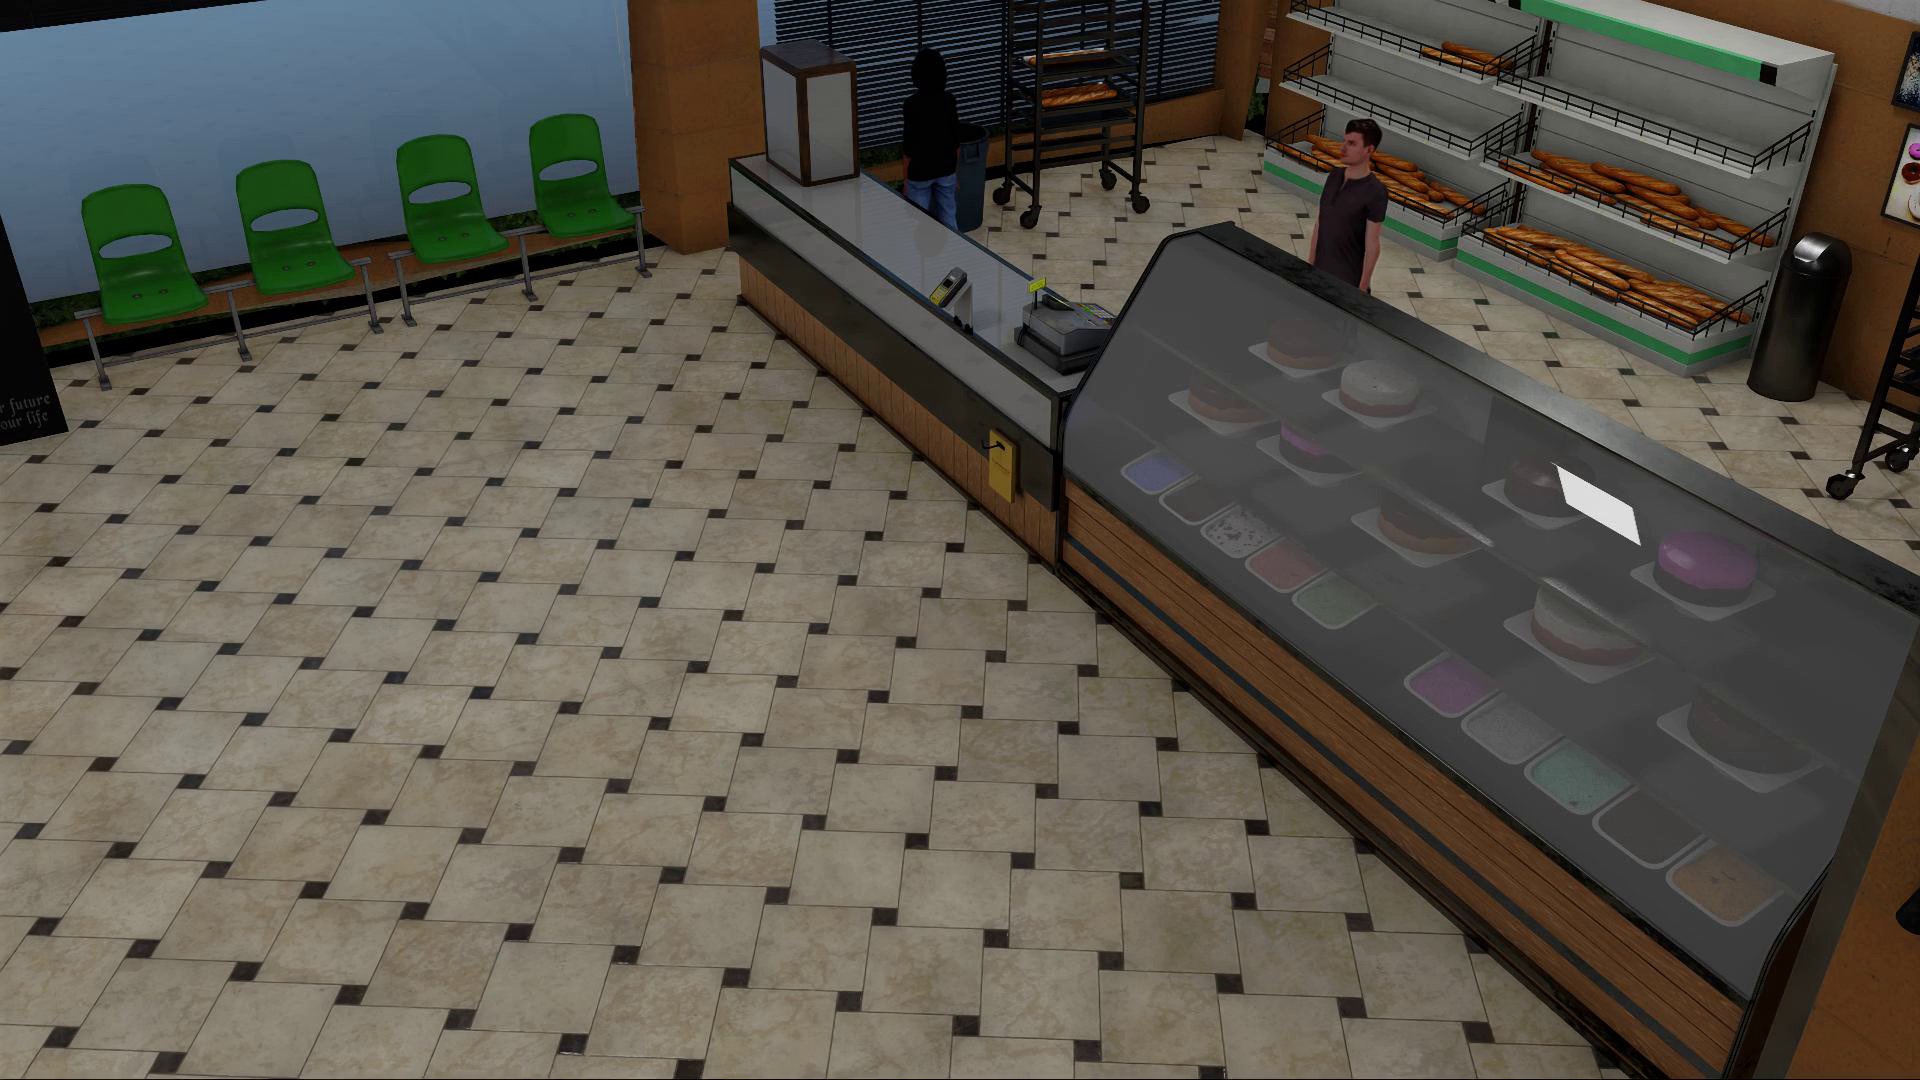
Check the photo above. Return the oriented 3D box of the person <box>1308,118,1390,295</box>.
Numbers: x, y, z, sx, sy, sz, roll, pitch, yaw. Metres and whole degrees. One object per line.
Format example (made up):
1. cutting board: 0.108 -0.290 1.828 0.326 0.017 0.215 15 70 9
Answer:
1. person: 2.144 -1.459 9.335 0.524 1.854 0.632 -17 36 -25

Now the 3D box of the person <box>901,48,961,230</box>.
1. person: -0.192 -2.394 10.983 0.527 1.701 0.666 -11 33 -17
